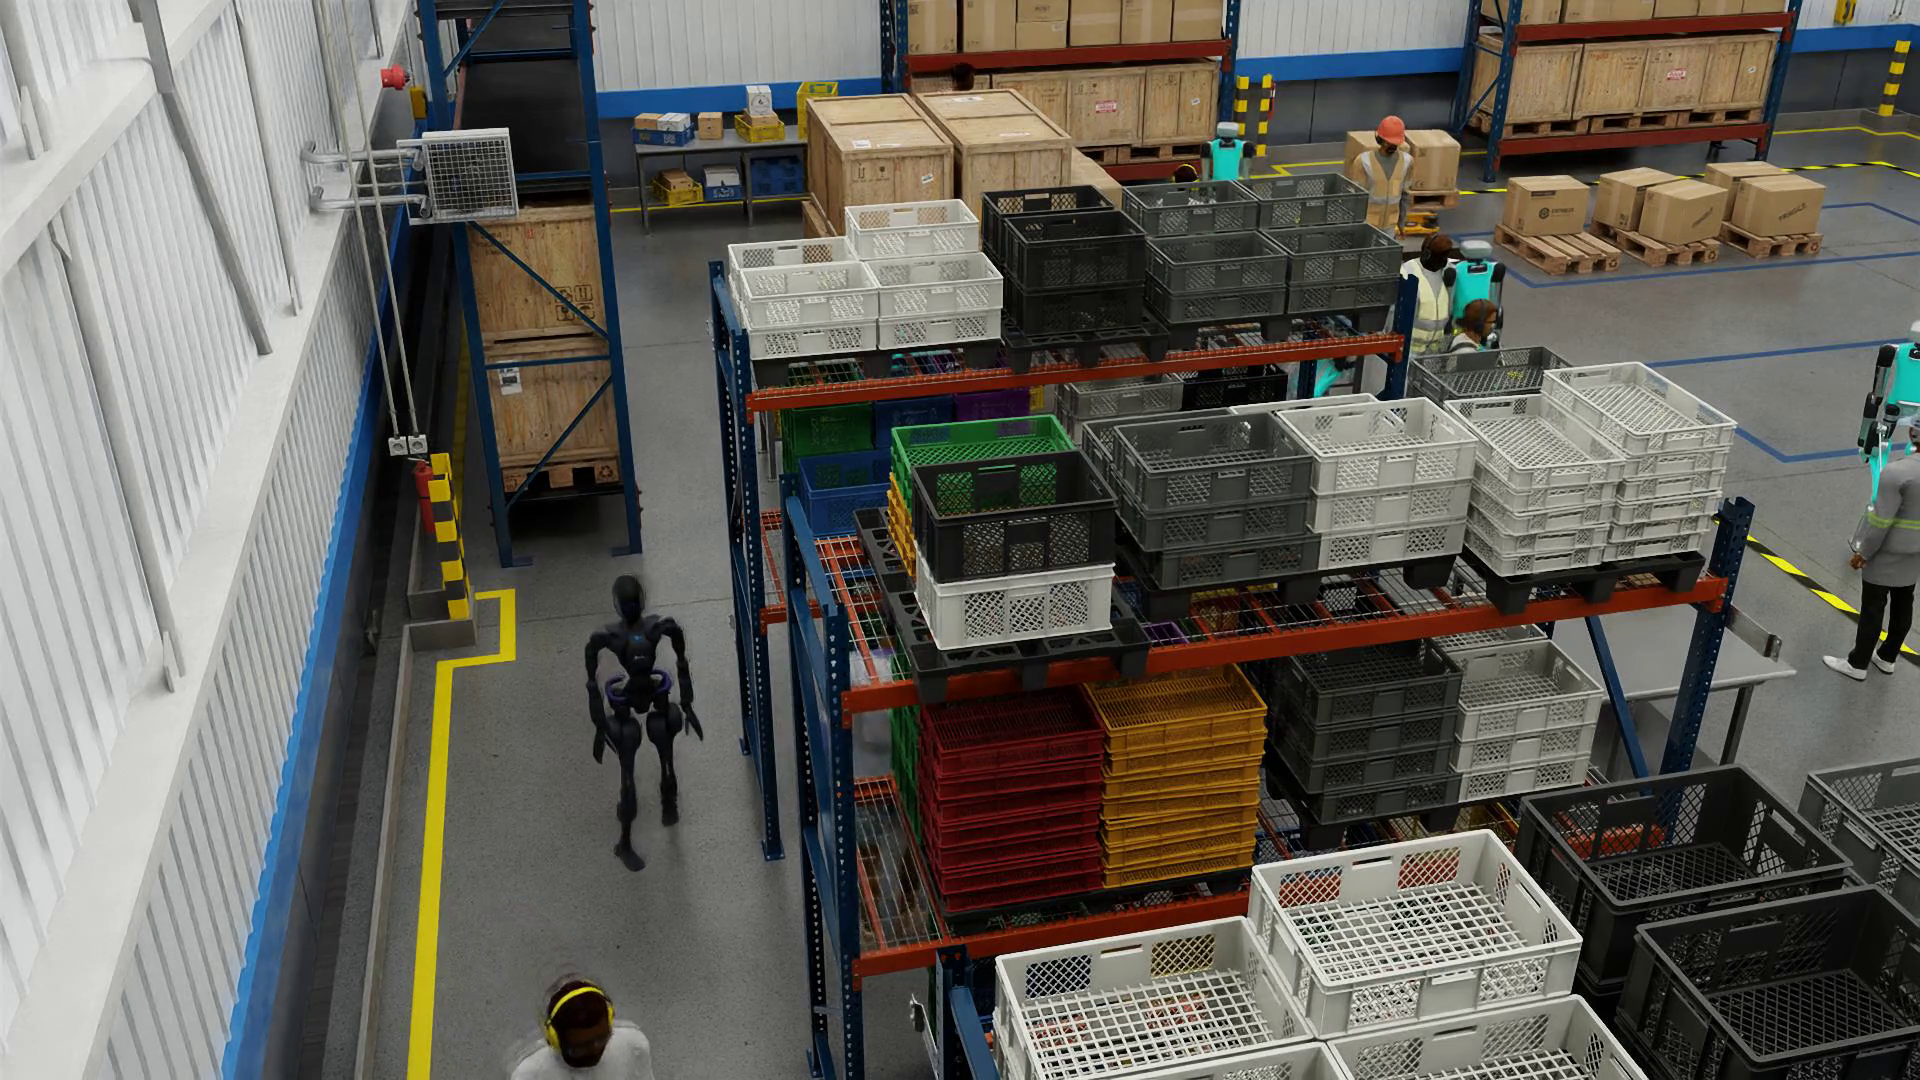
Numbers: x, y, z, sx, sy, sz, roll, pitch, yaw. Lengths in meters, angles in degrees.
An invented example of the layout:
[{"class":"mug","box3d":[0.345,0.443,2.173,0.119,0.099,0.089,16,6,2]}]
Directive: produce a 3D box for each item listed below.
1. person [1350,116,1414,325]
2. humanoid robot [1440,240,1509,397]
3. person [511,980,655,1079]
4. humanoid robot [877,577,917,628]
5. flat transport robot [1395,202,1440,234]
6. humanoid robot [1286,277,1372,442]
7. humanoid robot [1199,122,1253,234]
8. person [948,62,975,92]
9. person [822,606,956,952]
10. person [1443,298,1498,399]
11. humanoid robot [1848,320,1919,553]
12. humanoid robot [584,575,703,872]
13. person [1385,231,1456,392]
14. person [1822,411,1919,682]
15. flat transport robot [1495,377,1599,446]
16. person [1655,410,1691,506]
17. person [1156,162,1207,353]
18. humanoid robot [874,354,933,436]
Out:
[{"class":"person","box3d":[4.011,-3.046,15.931,0.605,2.039,0.376,-5,28,-10]},{"class":"humanoid robot","box3d":[4.116,-1.427,13.179,0.544,1.749,0.826,-5,28,-10]},{"class":"person","box3d":[-1.254,2.333,5.947,0.547,1.818,0.951,-17,32,-29]},{"class":"humanoid robot","box3d":[-0.413,0.072,10.401,0.335,1.649,0.598,-11,30,-20]},{"class":"flat transport robot","box3d":[5.023,-3.861,19.342,0.652,0.197,1.431,-3,28,-5]},{"class":"humanoid robot","box3d":[2.822,-1.483,13.205,0.684,1.728,0.530,-14,31,-25]},{"class":"humanoid robot","box3d":[2.649,-3.257,16.643,0.548,1.733,0.993,2,28,3]},{"class":"person","box3d":[0.024,-4.360,18.570,0.486,1.901,0.584,-9,29,-16]},{"class":"person","box3d":[-0.338,1.137,8.044,0.663,2.001,0.448,-1,28,-2]},{"class":"person","box3d":[3.651,-0.852,11.978,0.440,1.837,0.523,5,28,9]},{"class":"humanoid robot","box3d":[6.519,-0.636,11.535,0.533,1.677,0.735,13,30,23]},{"class":"humanoid robot","box3d":[-1.679,0.924,8.827,0.587,1.642,0.508,-12,30,-21]},{"class":"person","box3d":[3.704,-1.594,13.398,0.634,1.833,0.429,-9,29,-16]},{"class":"person","box3d":[5.806,0.019,10.314,0.589,1.852,0.379,-8,29,-15]},{"class":"flat transport robot","box3d":[4.780,-1.036,14.013,0.659,0.231,1.431,-6,28,-12]},{"class":"person","box3d":[4.263,0.004,10.433,0.313,1.768,0.524,-14,31,-24]},{"class":"person","box3d":[1.994,-2.481,15.037,0.525,1.871,0.324,8,29,15]},{"class":"humanoid robot","box3d":[-0.318,-0.966,12.410,0.753,1.892,0.539,6,28,11]}]
